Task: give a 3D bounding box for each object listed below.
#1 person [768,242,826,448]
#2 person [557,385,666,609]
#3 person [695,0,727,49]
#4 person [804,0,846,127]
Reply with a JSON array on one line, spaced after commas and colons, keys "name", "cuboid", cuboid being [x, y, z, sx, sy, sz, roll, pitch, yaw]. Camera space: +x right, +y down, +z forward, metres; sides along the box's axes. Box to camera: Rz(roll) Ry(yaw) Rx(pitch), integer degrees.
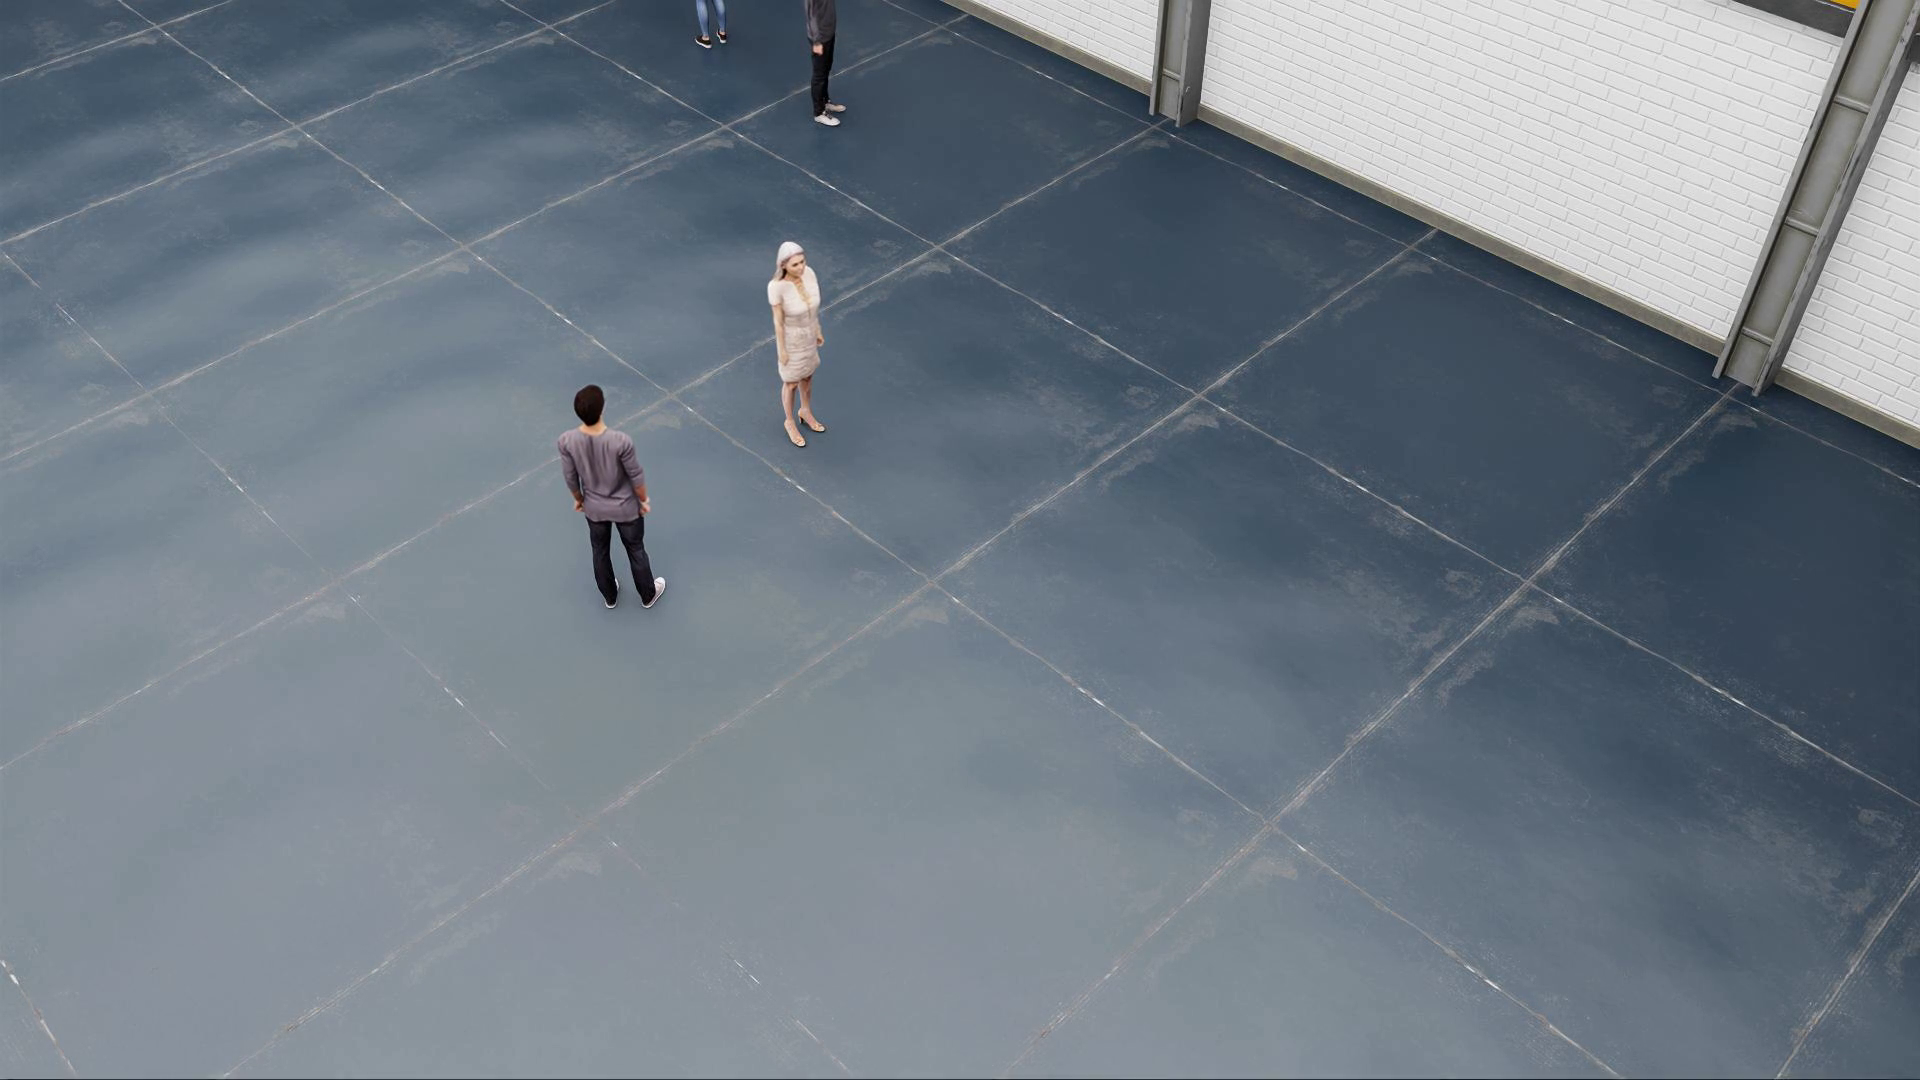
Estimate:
[{"name": "person", "cuboid": [-1.218, -1.476, 12.437, 0.560, 1.736, 0.606, 31, 52, 28]}, {"name": "person", "cuboid": [-2.333, -0.265, 11.081, 0.718, 1.854, 0.797, 3, 44, 3]}, {"name": "person", "cuboid": [-2.641, -5.911, 17.130, 0.683, 1.683, 0.635, -23, 48, -22]}, {"name": "person", "cuboid": [-1.338, -4.882, 15.990, 0.723, 1.766, 0.702, 8, 44, 8]}]
